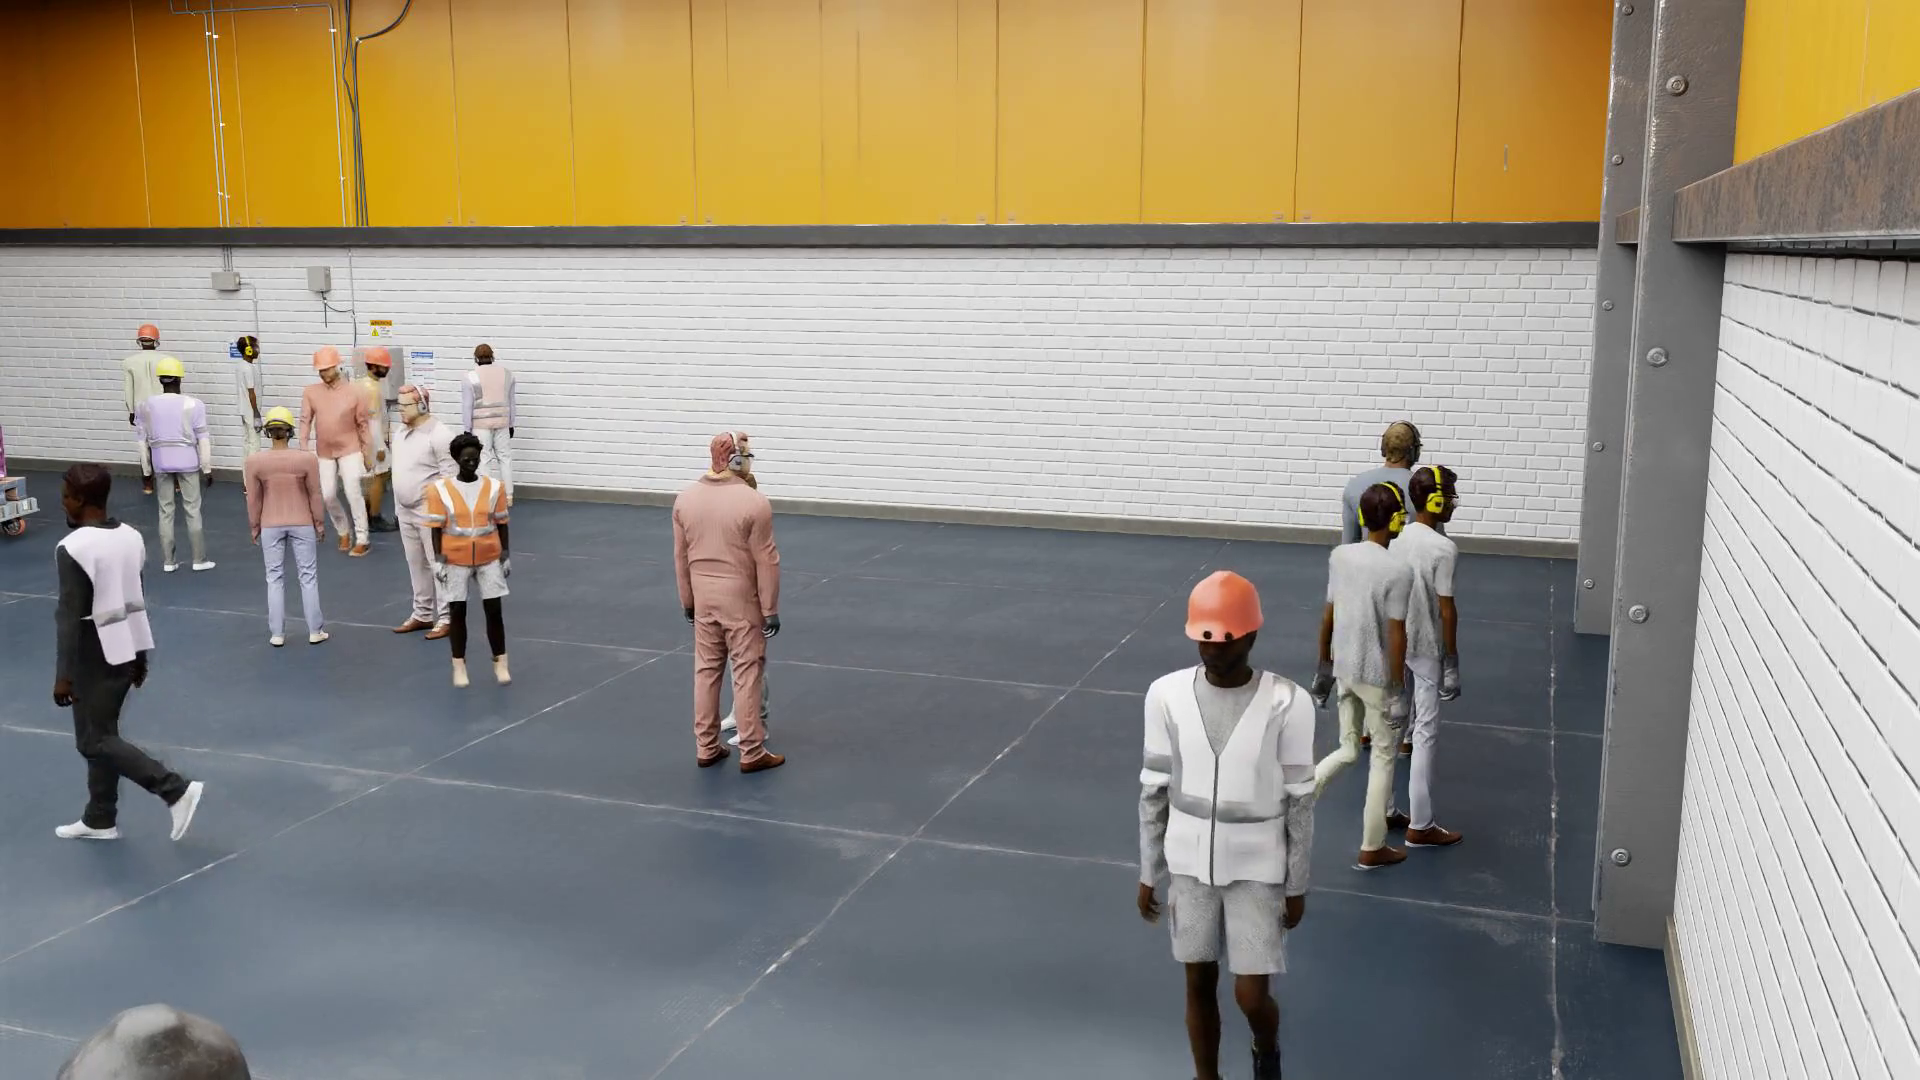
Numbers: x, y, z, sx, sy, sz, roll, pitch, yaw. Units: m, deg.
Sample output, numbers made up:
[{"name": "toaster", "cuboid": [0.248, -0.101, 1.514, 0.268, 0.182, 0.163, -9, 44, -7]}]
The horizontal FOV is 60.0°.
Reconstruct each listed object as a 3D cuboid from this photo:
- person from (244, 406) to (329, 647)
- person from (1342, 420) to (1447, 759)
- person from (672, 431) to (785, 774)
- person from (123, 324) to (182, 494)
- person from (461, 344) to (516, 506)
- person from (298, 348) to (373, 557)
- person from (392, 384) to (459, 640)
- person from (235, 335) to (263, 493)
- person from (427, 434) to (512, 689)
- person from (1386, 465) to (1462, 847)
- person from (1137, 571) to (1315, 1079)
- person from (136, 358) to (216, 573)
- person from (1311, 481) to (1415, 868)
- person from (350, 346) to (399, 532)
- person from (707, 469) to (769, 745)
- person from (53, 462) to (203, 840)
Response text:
[{"name": "person", "cuboid": [-4.910, -0.093, 12.143, 0.523, 1.761, 0.323, -3, 10, -16]}, {"name": "person", "cuboid": [2.483, 0.281, 9.524, 0.629, 1.940, 0.372, 8, 13, 38]}, {"name": "person", "cuboid": [-1.268, 0.343, 9.277, 0.646, 1.904, 0.401, 5, 11, 28]}, {"name": "person", "cuboid": [-9.505, -1.542, 19.633, 0.613, 1.994, 0.384, -3, 11, -18]}, {"name": "person", "cuboid": [-5.247, -1.262, 18.515, 0.623, 1.837, 0.430, -8, 13, -37]}, {"name": "person", "cuboid": [-5.883, -0.837, 15.740, 0.626, 1.963, 0.637, 0, 10, 1]}, {"name": "person", "cuboid": [-4.019, -0.212, 12.400, 0.652, 1.904, 0.403, 7, 12, 35]}, {"name": "person", "cuboid": [-8.288, -1.458, 19.501, 0.329, 1.876, 0.508, -8, 13, -37]}, {"name": "person", "cuboid": [-3.238, 0.137, 11.030, 0.539, 1.699, 0.344, -5, 11, -25]}, {"name": "person", "cuboid": [2.247, 0.564, 8.142, 0.310, 1.865, 0.535, -5, 11, -28]}, {"name": "person", "cuboid": [0.832, 1.039, 5.291, 0.548, 1.924, 0.407, 5, 11, 24]}, {"name": "person", "cuboid": [-7.005, -0.663, 14.883, 0.594, 1.922, 0.386, -2, 10, -9]}, {"name": "person", "cuboid": [1.806, 0.650, 7.720, 0.649, 1.850, 0.503, -6, 12, -30]}, {"name": "person", "cuboid": [-5.910, -1.016, 16.889, 0.421, 1.914, 0.569, -4, 11, -23]}, {"name": "person", "cuboid": [-1.317, 0.332, 9.787, 0.313, 1.744, 0.487, -5, 11, -25]}, {"name": "person", "cuboid": [-4.100, 0.565, 8.053, 0.745, 1.895, 0.613, 0, 10, 1]}]
